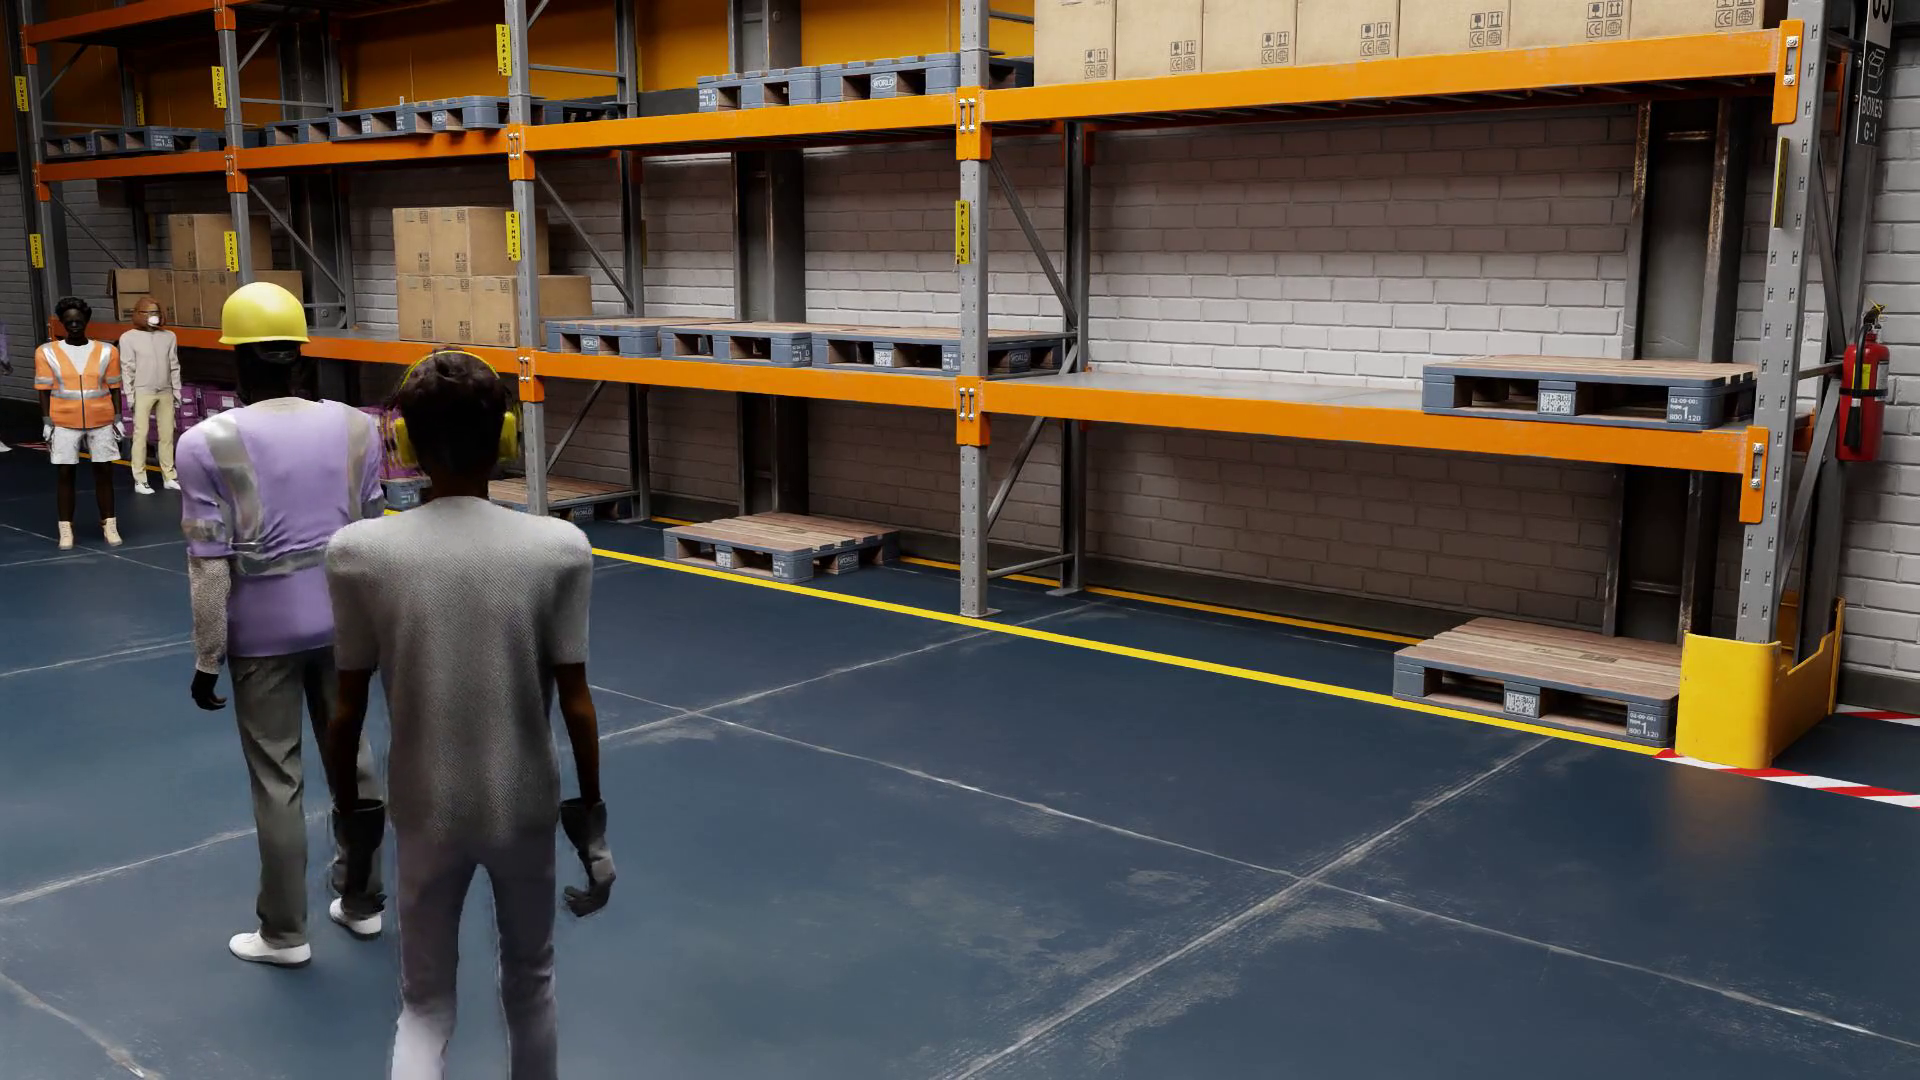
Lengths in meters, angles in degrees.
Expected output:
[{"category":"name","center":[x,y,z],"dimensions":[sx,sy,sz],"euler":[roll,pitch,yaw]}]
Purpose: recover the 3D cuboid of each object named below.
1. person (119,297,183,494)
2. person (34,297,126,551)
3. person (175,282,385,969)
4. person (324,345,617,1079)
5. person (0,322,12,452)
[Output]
[{"category":"person","center":[-6.684,-1.194,13.773],"dimensions":[0.284,1.625,0.492],"euler":[6,12,32]},{"category":"person","center":[-5.917,-0.784,11.221],"dimensions":[0.535,1.697,0.322],"euler":[-6,12,-32]},{"category":"person","center":[-1.897,0.247,4.698],"dimensions":[0.364,1.928,0.586],"euler":[8,13,37]},{"category":"person","center":[-0.948,0.546,3.239],"dimensions":[0.544,1.846,0.811],"euler":[-2,10,-10]},{"category":"person","center":[-9.707,-1.787,16.374],"dimensions":[0.411,1.897,0.664],"euler":[5,11,26]}]
